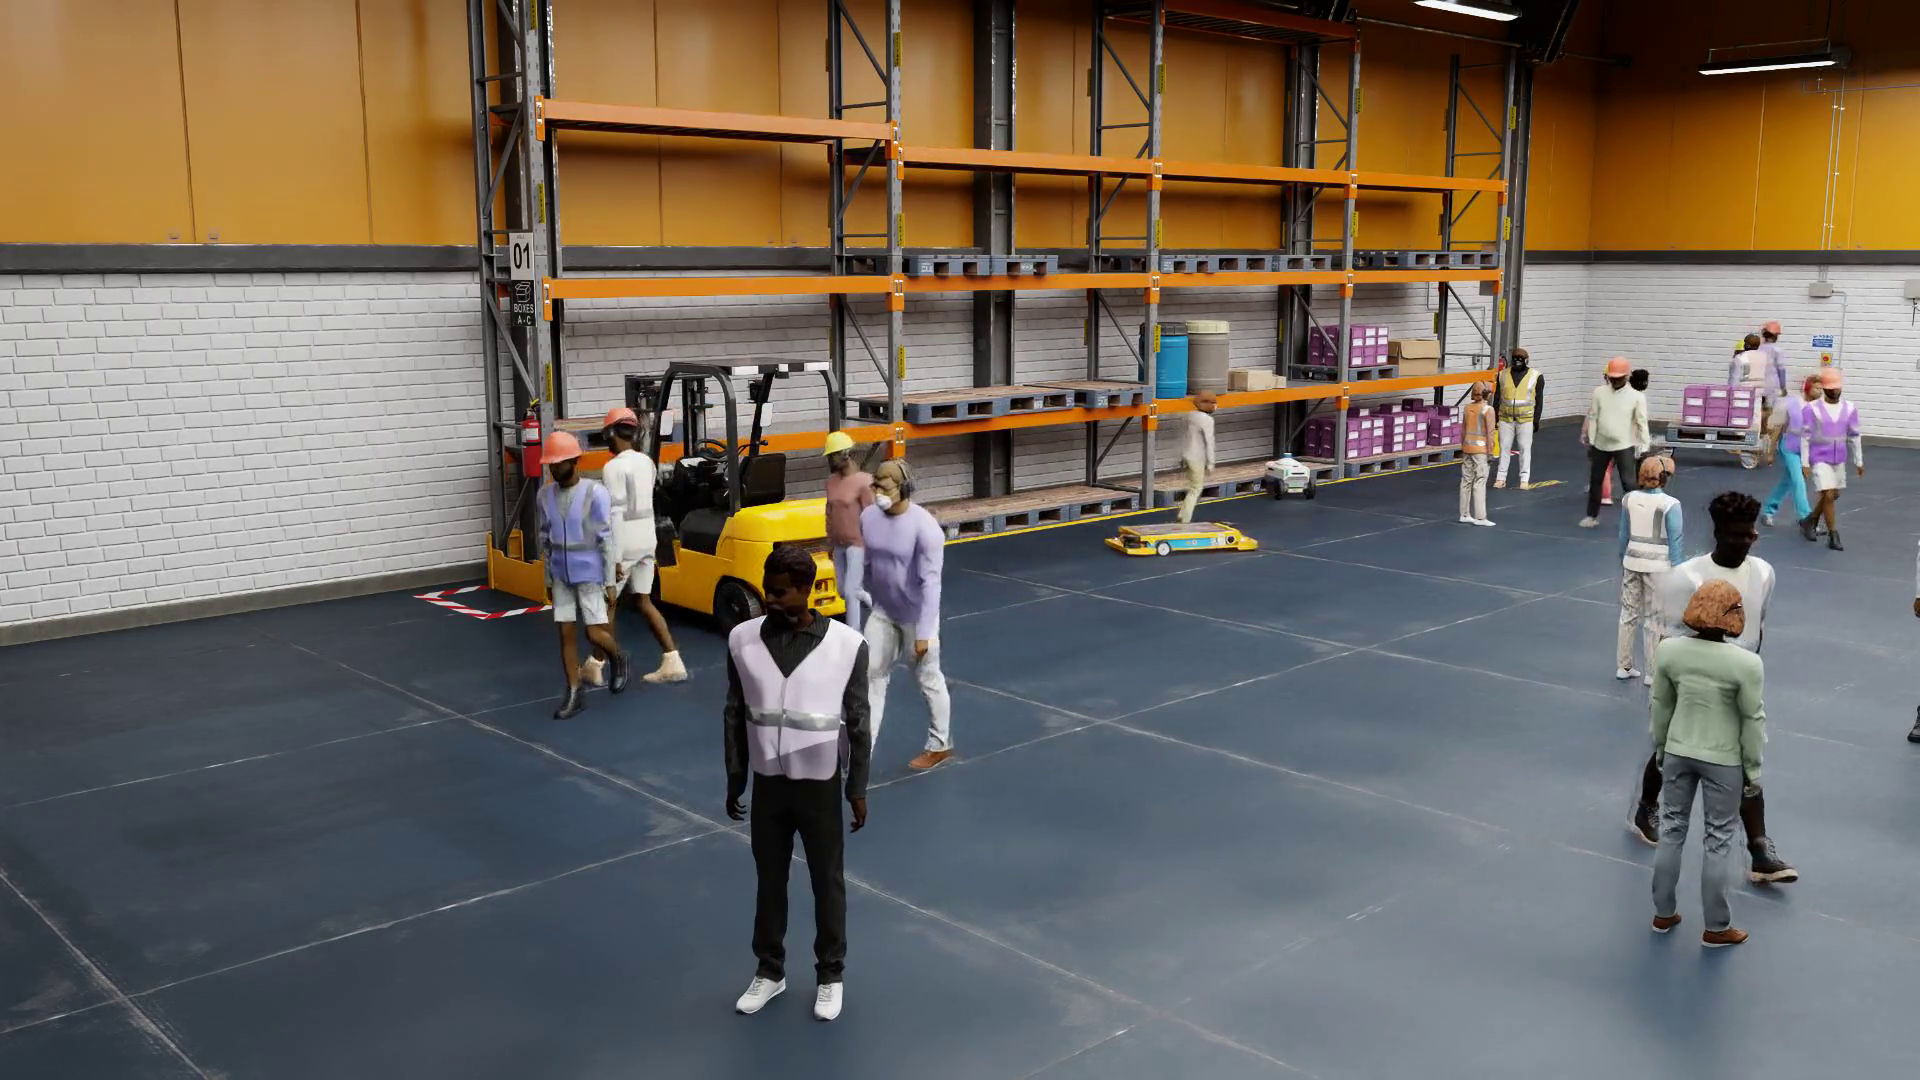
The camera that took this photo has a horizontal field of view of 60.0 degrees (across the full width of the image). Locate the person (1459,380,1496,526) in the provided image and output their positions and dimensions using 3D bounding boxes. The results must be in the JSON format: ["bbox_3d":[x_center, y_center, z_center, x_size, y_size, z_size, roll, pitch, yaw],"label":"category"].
[{"bbox_3d":[5.842,-0.978,18.774,0.314,1.641,0.515,-4,10,-20],"label":"person"}]

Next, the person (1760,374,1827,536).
[{"bbox_3d":[9.240,-0.964,18.368,0.575,1.763,1.045,-2,10,-13],"label":"person"}]

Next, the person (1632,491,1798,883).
[{"bbox_3d":[3.738,0.696,8.217,0.617,1.903,1.038,-2,10,-12],"label":"person"}]

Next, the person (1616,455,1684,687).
[{"bbox_3d":[4.876,0.219,11.769,0.308,1.641,0.514,-5,11,-27],"label":"person"}]

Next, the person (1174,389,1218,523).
[{"bbox_3d":[2.589,-0.847,18.114,0.409,1.601,0.532,-3,10,-18],"label":"person"}]

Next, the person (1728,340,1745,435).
[{"bbox_3d":[12.335,-2.291,26.243,0.417,1.718,0.494,-7,12,-36],"label":"person"}]

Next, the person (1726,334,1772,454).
[{"bbox_3d":[12.106,-2.238,25.559,0.626,1.846,0.429,-2,10,-11],"label":"person"}]

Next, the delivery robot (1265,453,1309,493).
[{"bbox_3d":[4.114,-0.852,20.935,0.477,0.478,0.707,-2,10,-13],"label":"delivery robot"}]

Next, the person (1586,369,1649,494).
[{"bbox_3d":[8.240,-1.298,20.597,0.860,1.660,0.531,1,10,5],"label":"person"}]

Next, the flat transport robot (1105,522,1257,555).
[{"bbox_3d":[2.281,-0.025,17.197,1.431,0.197,0.652,-3,10,-16],"label":"flat transport robot"}]

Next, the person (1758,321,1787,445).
[{"bbox_3d":[12.749,-2.467,26.406,0.862,2.012,0.604,-3,10,-19],"label":"person"}]

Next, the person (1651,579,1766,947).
[{"bbox_3d":[3.293,0.977,7.351,0.286,1.633,0.499,-8,13,-39],"label":"person"}]

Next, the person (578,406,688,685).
[{"bbox_3d":[-2.343,0.057,11.750,0.857,1.981,0.691,3,10,17],"label":"person"}]

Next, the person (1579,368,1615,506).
[{"bbox_3d":[7.904,-1.297,20.352,0.567,1.735,0.582,-2,10,-12],"label":"person"}]

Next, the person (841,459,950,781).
[{"bbox_3d":[-0.397,0.476,9.539,0.653,1.885,1.001,8,13,39],"label":"person"}]

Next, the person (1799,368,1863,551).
[{"bbox_3d":[9.056,-0.863,17.407,0.653,1.887,0.791,1,10,3],"label":"person"}]

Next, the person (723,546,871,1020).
[{"bbox_3d":[-0.647,0.955,6.649,0.597,1.915,0.369,2,10,12],"label":"person"}]

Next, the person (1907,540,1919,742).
[{"bbox_3d":[6.208,0.324,10.280,0.544,1.939,0.354,6,11,31],"label":"person"}]

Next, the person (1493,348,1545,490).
[{"bbox_3d":[7.253,-1.574,21.681,0.629,1.843,0.429,5,11,29],"label":"person"}]

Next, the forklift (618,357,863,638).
[{"bbox_3d":[-1.847,-0.414,13.852,1.214,2.155,2.313,-9,13,-42],"label":"forklift"}]

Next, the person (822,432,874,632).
[{"bbox_3d":[-0.767,0.030,12.619,0.537,1.732,0.706,9,14,44],"label":"person"}]

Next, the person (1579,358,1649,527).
[{"bbox_3d":[7.246,-1.044,18.315,0.530,1.954,0.754,-9,13,-42],"label":"person"}]

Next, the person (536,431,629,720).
[{"bbox_3d":[-2.487,0.213,11.003,0.570,1.914,0.668,3,10,18],"label":"person"}]
